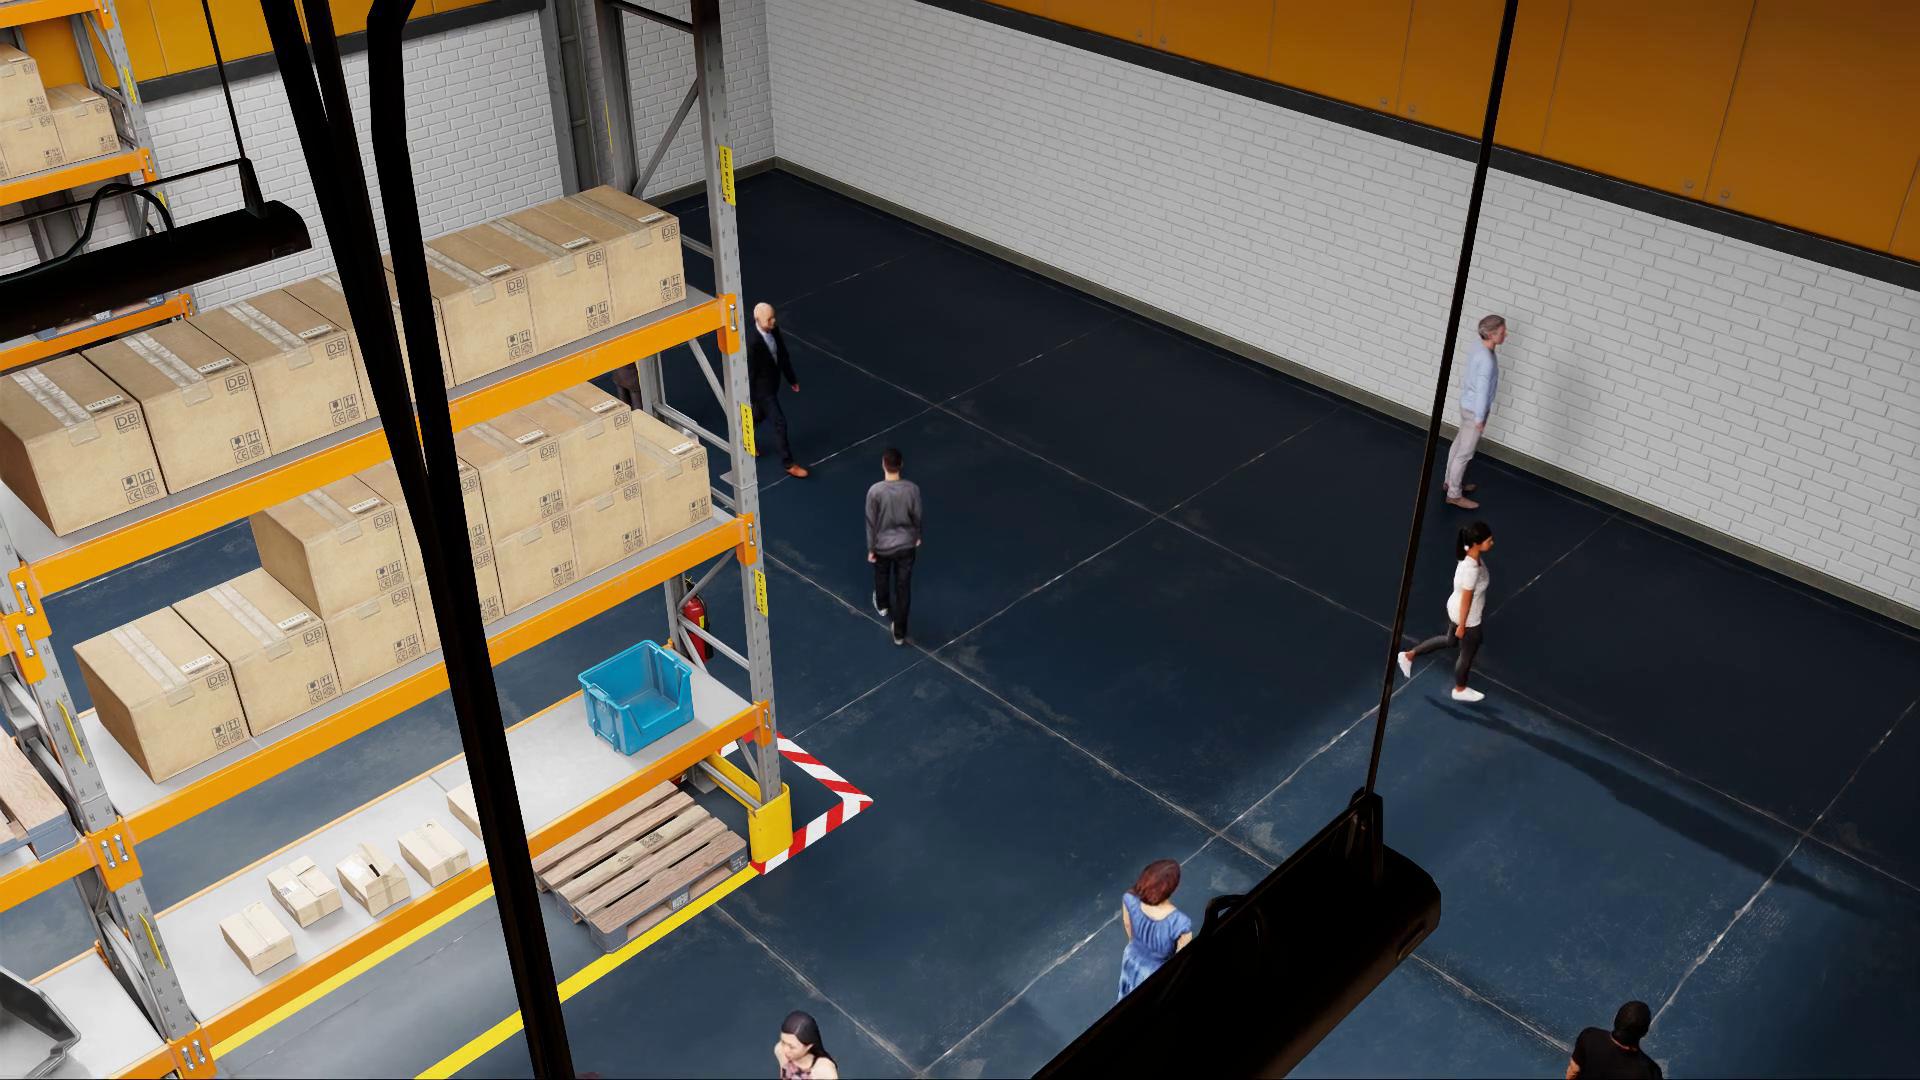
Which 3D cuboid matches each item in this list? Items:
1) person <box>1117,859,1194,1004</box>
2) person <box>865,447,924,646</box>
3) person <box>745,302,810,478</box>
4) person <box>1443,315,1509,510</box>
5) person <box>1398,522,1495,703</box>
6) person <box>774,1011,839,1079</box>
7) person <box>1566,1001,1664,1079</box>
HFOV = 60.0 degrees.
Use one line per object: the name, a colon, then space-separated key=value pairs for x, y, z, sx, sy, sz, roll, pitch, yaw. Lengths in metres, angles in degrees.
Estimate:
person: x=1.082 y=2.609 z=9.661 sx=0.752 sy=1.795 sz=0.809 roll=18 pitch=38 yaw=25
person: x=-0.521 y=0.090 z=13.499 sx=0.978 sy=1.740 sz=0.985 roll=-6 pitch=34 yaw=-9
person: x=-1.919 y=-1.468 z=15.822 sx=1.011 sy=1.764 sz=1.181 roll=15 pitch=36 yaw=21
person: x=4.743 y=-1.211 z=15.319 sx=0.804 sy=1.893 sz=0.691 roll=8 pitch=34 yaw=12
person: x=3.823 y=0.558 z=12.896 sx=0.933 sy=1.629 sz=0.972 roll=7 pitch=34 yaw=11
person: x=-0.726 y=3.121 z=8.958 sx=0.877 sy=1.720 sz=1.254 roll=16 pitch=37 yaw=23
person: x=3.395 y=3.150 z=8.884 sx=0.635 sy=1.753 sz=0.582 roll=29 pitch=43 yaw=36
